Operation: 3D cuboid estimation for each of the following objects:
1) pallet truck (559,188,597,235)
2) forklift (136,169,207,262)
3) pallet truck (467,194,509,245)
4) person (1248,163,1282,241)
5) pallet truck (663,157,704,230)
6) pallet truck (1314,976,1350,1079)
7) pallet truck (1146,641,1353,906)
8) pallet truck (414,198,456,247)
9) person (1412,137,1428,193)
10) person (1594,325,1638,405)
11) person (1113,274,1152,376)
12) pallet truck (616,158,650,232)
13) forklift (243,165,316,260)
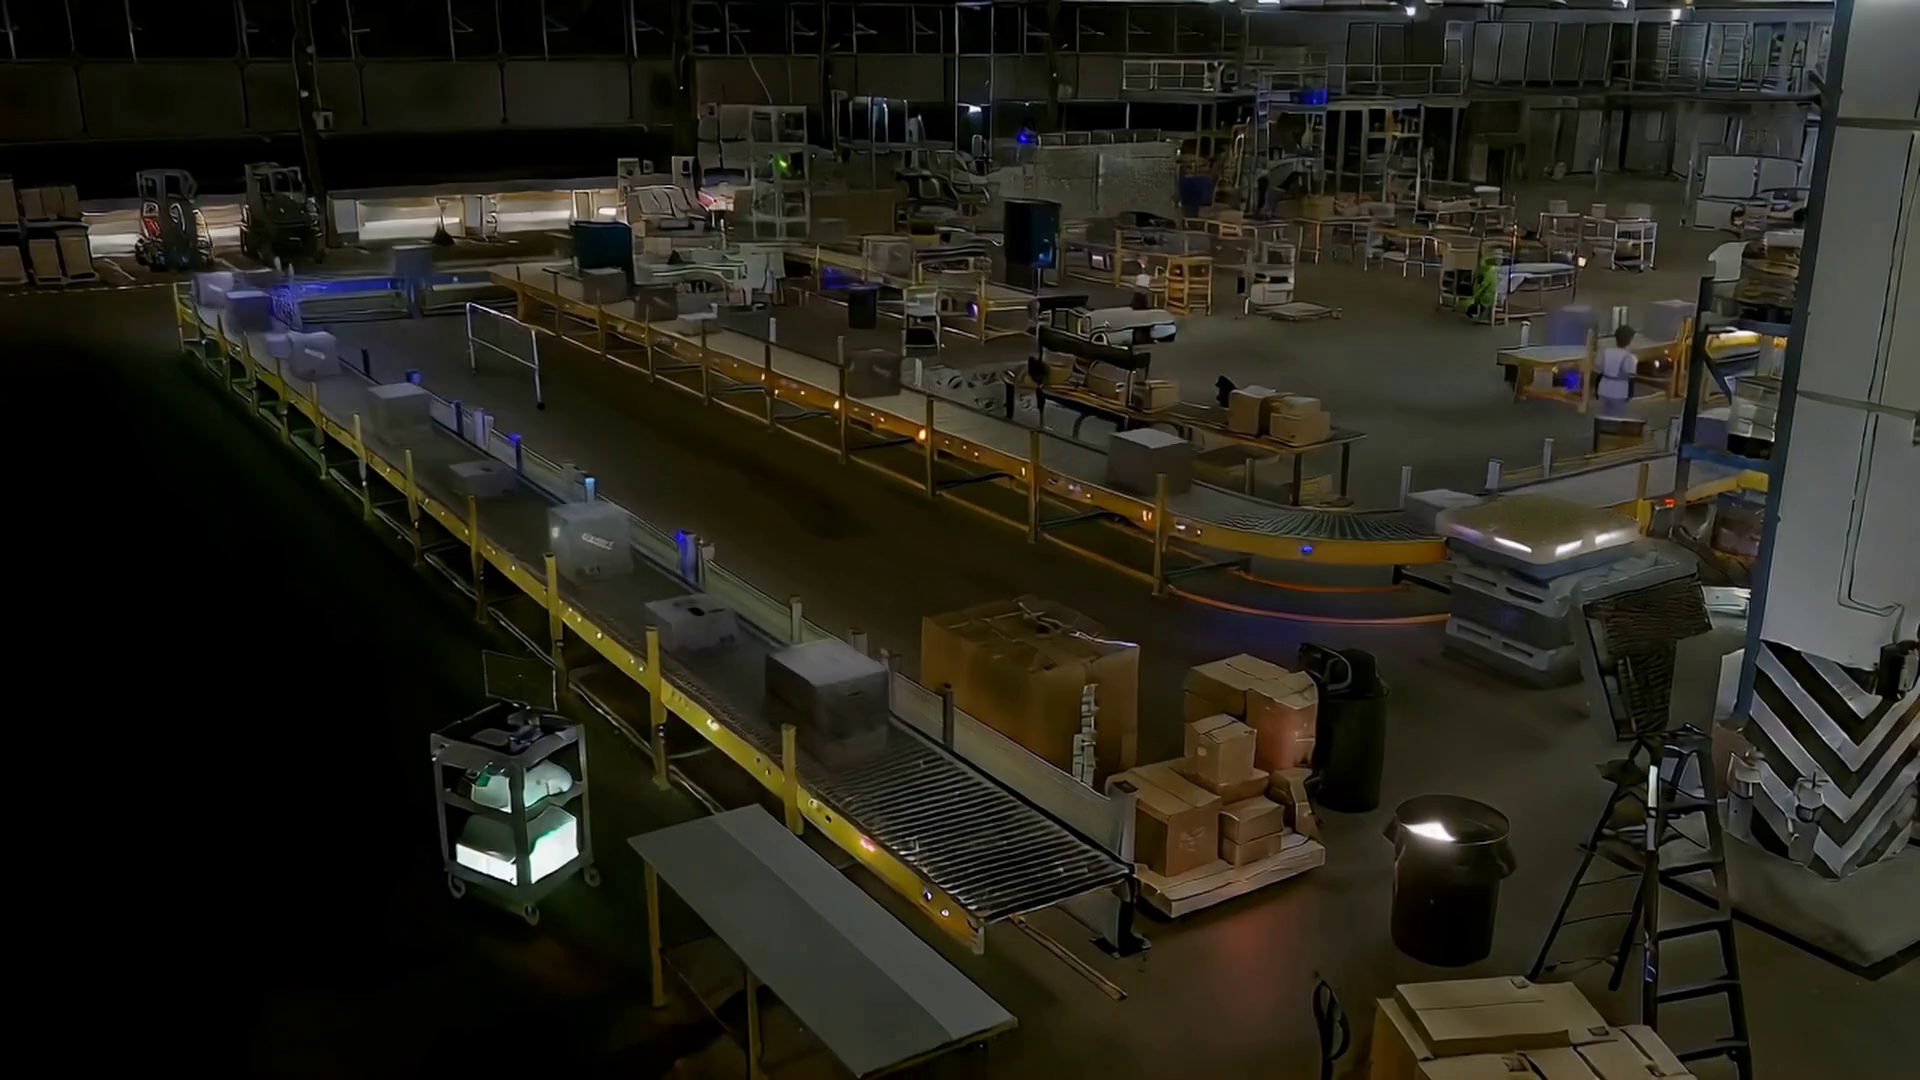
[{"bbox_3d":[-10.010,-8.652,43.699,0.653,1.274,1.630,-10,20,-31],"label":"pallet truck"},{"bbox_3d":[-17.842,-7.318,37.559,1.157,1.987,2.680,-10,20,-31],"label":"forklift"},{"bbox_3d":[-11.983,-8.177,42.137,0.704,1.261,1.522,-11,20,-33],"label":"pallet truck"},{"bbox_3d":[7.727,-8.553,42.213,1.063,1.997,0.609,-1,17,-3],"label":"person"},{"bbox_3d":[-7.586,-9.308,44.692,0.823,1.965,1.885,-11,20,-33],"label":"pallet truck"},{"bbox_3d":[2.299,2.390,7.086,1.601,1.201,0.680,-2,17,-7],"label":"pallet truck"},{"bbox_3d":[1.664,1.407,10.232,1.630,1.274,0.653,-10,20,-31],"label":"pallet truck"},{"bbox_3d":[-13.250,-8.060,41.856,0.680,1.201,1.601,-10,20,-31],"label":"pallet truck"},{"bbox_3d":[15.503,-12.588,55.847,0.587,1.867,0.698,-9,19,-29],"label":"person"},{"bbox_3d":[7.948,-1.772,20.152,0.395,1.677,0.545,-10,19,-30],"label":"person"},{"bbox_3d":[2.535,-3.010,24.166,0.665,1.743,0.530,8,19,25],"label":"person"},{"bbox_3d":[-8.918,-9.176,44.255,0.823,1.965,1.885,-9,19,-27],"label":"pallet truck"},{"bbox_3d":[-15.898,-7.669,38.708,1.157,1.987,2.680,-11,20,-33],"label":"forklift"}]
